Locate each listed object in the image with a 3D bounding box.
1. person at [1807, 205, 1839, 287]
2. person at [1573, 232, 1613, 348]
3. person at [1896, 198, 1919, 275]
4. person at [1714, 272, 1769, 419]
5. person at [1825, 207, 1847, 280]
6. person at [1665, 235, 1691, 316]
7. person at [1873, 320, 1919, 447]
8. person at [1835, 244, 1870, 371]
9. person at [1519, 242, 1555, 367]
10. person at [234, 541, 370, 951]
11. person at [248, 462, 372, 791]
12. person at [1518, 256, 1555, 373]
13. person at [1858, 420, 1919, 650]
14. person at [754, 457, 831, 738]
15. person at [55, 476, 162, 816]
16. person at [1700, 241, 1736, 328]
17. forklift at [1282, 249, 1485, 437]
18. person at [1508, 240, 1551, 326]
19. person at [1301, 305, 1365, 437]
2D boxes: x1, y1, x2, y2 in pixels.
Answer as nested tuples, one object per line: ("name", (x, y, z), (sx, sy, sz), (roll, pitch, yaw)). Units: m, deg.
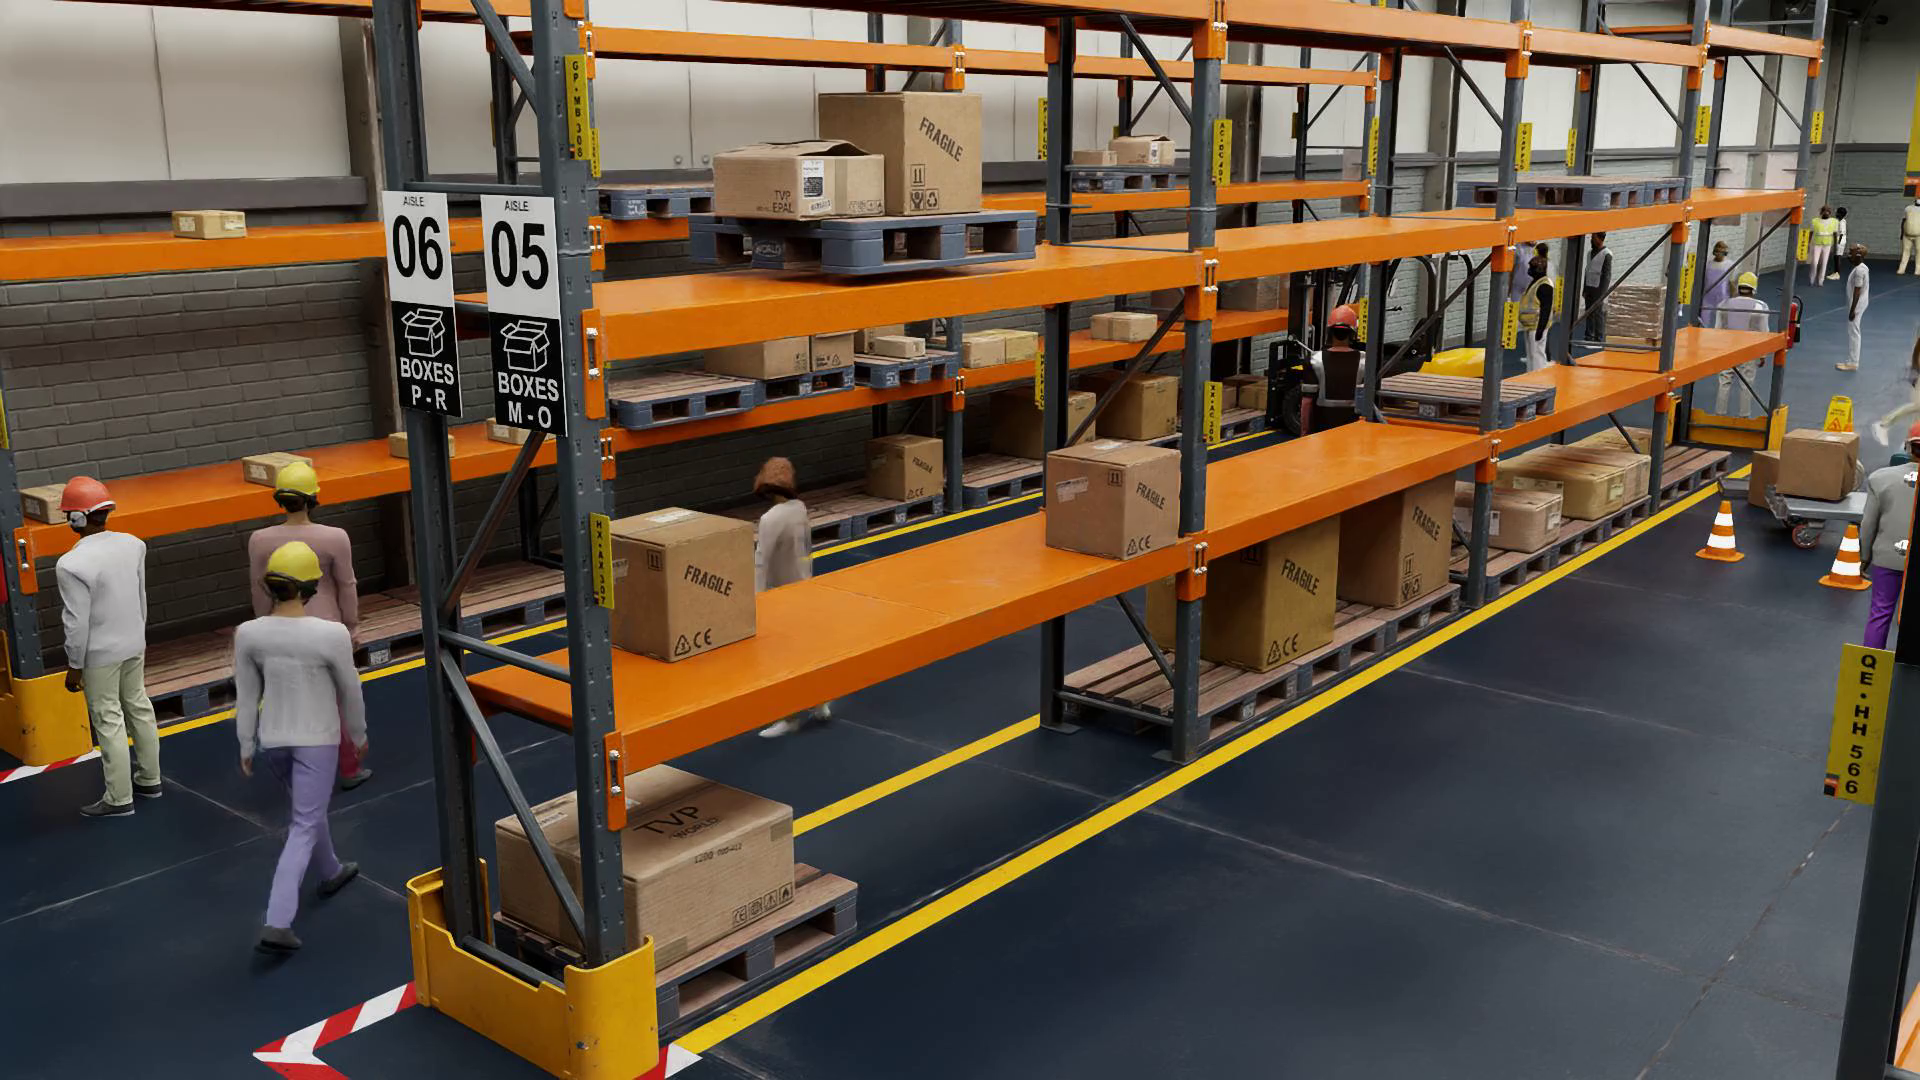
("person", (19.443, -6.624, 37.482), (0.590, 1.824, 0.491), (5, 15, 18))
("person", (10.263, -4.057, 26.840), (0.379, 1.917, 0.597), (-3, 14, -12))
("person", (23.378, -7.526, 40.712), (0.684, 2.000, 0.538), (13, 19, 42))
("person", (9.188, -2.230, 19.583), (0.601, 1.828, 0.404), (11, 18, 38))
("person", (20.729, -6.997, 39.269), (0.318, 1.697, 0.535), (5, 15, 19))
("person", (13.542, -5.154, 31.437), (0.500, 1.862, 0.332), (-8, 16, -30))
("person", (10.397, -1.857, 18.046), (0.606, 1.835, 0.565), (-12, 18, -41))
("person", (13.071, -3.390, 24.307), (0.349, 1.837, 0.502), (7, 15, 26))
("person", (8.607, -3.486, 24.710), (0.568, 1.849, 0.680), (-10, 17, -36))
("person", (-2.872, 0.867, 7.188), (0.525, 1.723, 0.907), (3, 14, 11))
("person", (-3.417, 0.467, 8.733), (0.526, 1.769, 0.330), (-1, 14, -6))
("person", (7.566, -2.804, 21.896), (0.430, 1.844, 0.624), (1, 14, 5))
("person", (5.834, 0.110, 10.214), (0.573, 1.748, 0.337), (11, 18, 38))
("person", (-0.993, 0.341, 9.565), (0.421, 1.618, 0.657), (3, 14, 14))
("person", (-4.357, 0.538, 8.469), (0.330, 1.751, 0.564), (2, 14, 10))
("person", (11.452, -3.610, 25.233), (0.534, 1.826, 0.418), (8, 16, 31))
("forklift", (4.886, -2.214, 18.767), (2.313, 2.155, 1.214), (11, 18, 38))
("person", (9.195, -4.137, 26.912), (0.702, 2.000, 0.535), (0, 14, -1))
("person", (3.129, -0.923, 13.822), (0.615, 2.042, 0.376), (1, 14, 6))
